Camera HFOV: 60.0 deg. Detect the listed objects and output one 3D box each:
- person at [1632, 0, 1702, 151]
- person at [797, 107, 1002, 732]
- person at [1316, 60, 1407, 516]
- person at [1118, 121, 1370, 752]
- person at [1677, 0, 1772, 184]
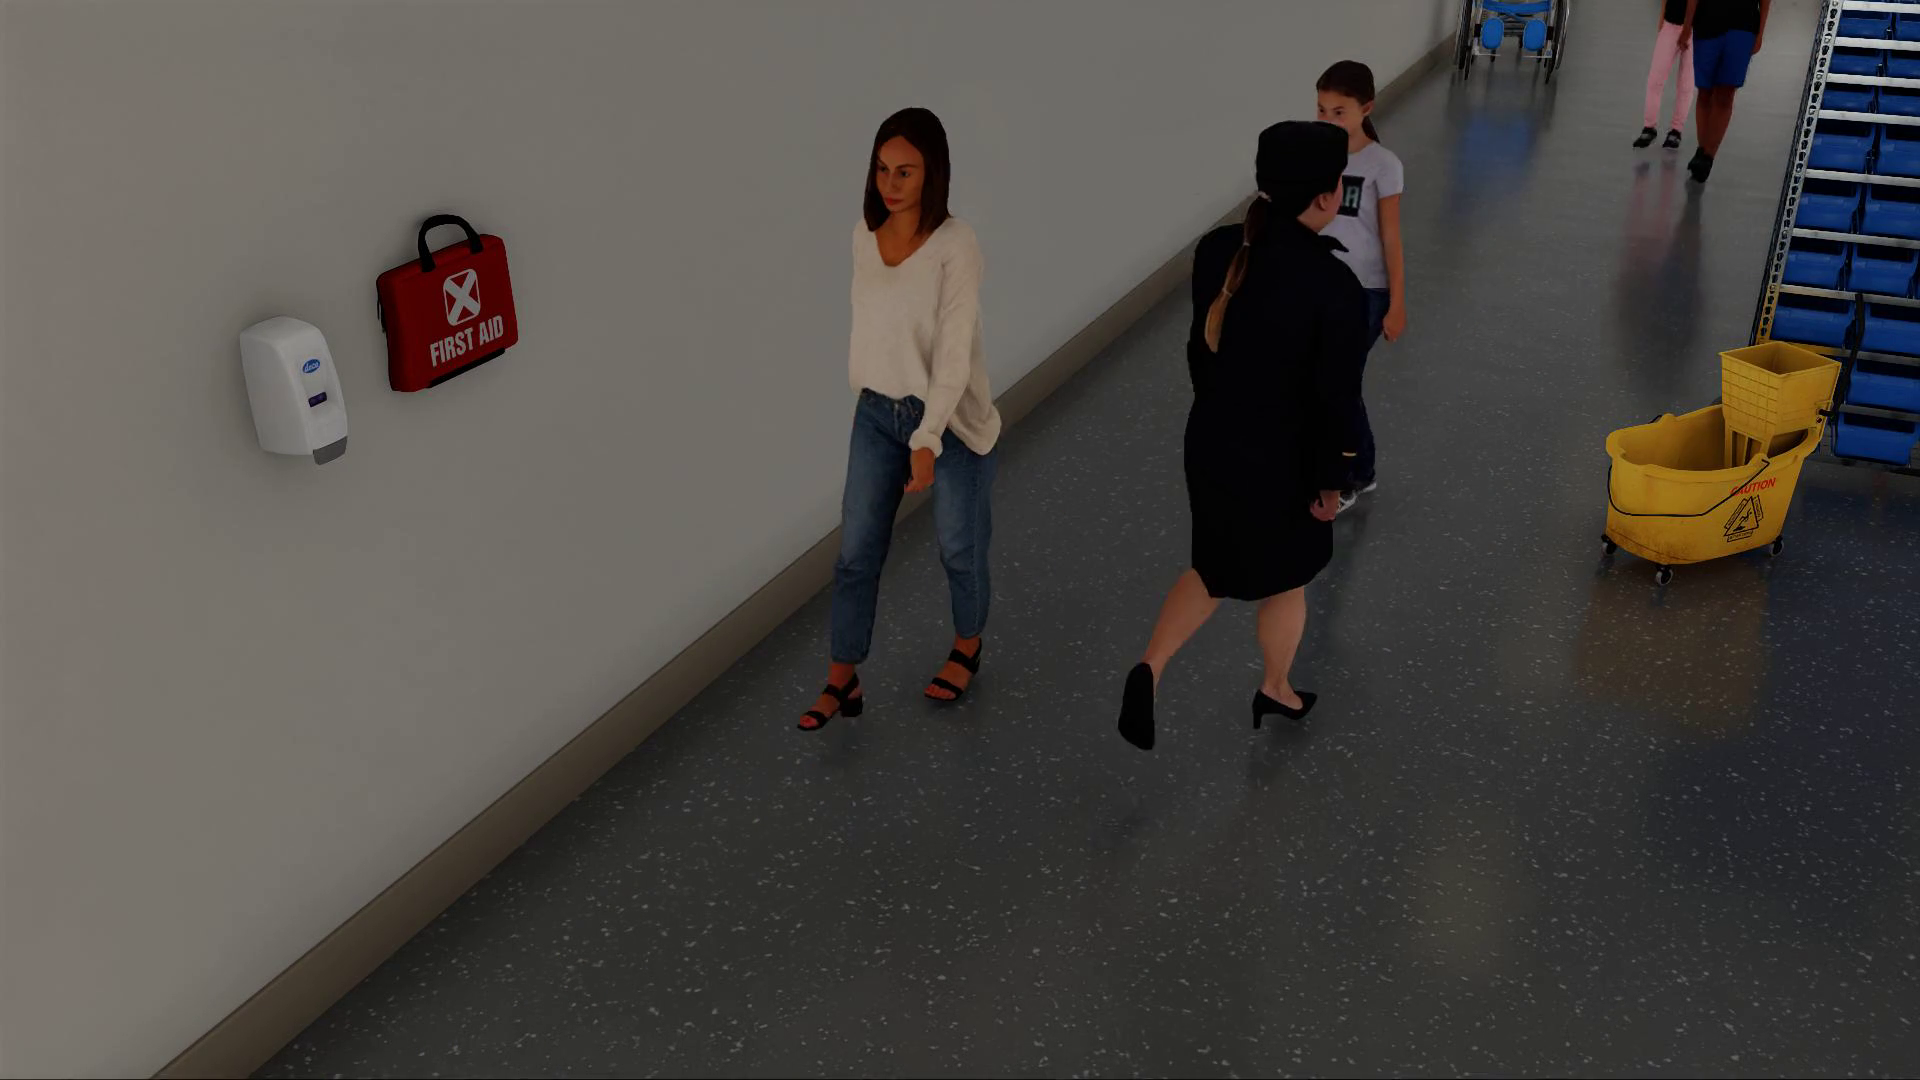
[{"bbox_3d":[4.694,-3.296,10.711,0.646,1.549,0.638,17,30,31],"label":"person"},{"bbox_3d":[-0.033,-0.308,4.396,0.871,1.653,0.789,19,32,34],"label":"person"},{"bbox_3d":[1.375,-0.851,5.659,0.777,1.534,0.735,-20,32,-36],"label":"person"},{"bbox_3d":[0.689,-0.178,4.125,0.978,1.654,1.015,-21,33,-37],"label":"person"},{"bbox_3d":[4.605,-3.061,9.983,1.018,1.759,0.747,16,30,30],"label":"person"}]
